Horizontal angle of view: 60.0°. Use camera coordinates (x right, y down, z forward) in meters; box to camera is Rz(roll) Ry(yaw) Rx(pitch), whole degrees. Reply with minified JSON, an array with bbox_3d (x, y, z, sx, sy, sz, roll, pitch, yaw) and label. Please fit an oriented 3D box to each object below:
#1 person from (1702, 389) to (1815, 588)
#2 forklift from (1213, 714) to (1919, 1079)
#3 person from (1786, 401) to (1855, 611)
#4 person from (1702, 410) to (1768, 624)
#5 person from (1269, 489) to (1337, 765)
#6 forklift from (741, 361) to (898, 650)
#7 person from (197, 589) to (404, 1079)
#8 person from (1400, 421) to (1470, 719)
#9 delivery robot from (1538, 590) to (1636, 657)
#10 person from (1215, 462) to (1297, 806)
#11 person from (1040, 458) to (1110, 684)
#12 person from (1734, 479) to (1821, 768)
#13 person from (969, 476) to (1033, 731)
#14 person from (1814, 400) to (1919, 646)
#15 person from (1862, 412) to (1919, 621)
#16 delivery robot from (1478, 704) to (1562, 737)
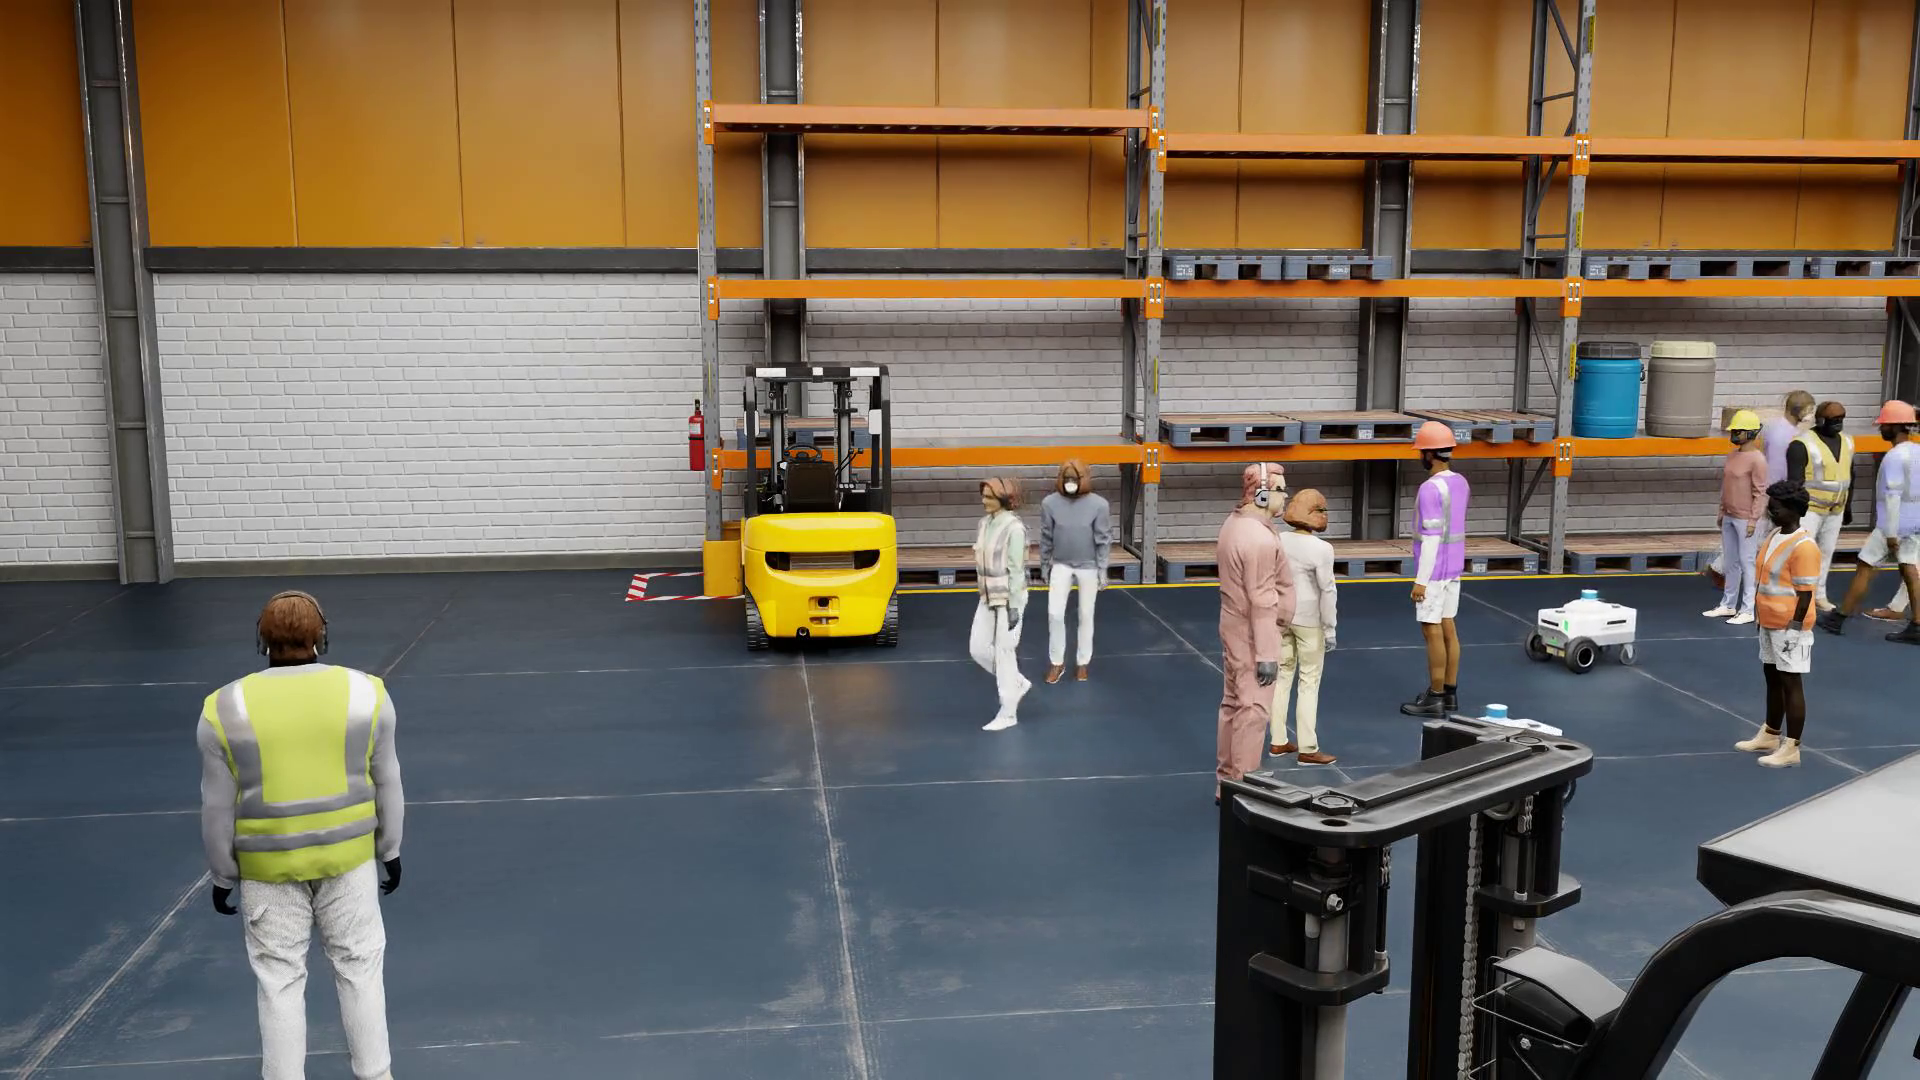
[{"bbox_3d":[7.202,-0.417,14.841,0.921,1.893,0.677,7,11,37],"label":"person"},{"bbox_3d":[1.441,1.425,2.350,1.214,2.155,2.313,-7,12,-39],"label":"forklift"},{"bbox_3d":[7.295,-0.273,14.116,0.617,1.826,0.432,-3,10,-17],"label":"person"},{"bbox_3d":[6.439,-0.188,13.753,0.309,1.769,0.523,-1,9,-7],"label":"person"},{"bbox_3d":[2.023,0.508,9.820,0.266,1.631,0.509,-6,11,-33],"label":"person"},{"bbox_3d":[-1.154,-0.340,13.365,1.214,2.155,2.313,-1,9,-7],"label":"forklift"},{"bbox_3d":[-2.203,1.078,5.613,0.631,1.842,0.428,-4,10,-26],"label":"person"},{"bbox_3d":[3.084,0.193,10.844,0.374,1.934,0.549,7,12,39],"label":"person"},{"bbox_3d":[4.615,0.611,12.236,0.707,0.478,0.477,-4,10,-22],"label":"delivery robot"},{"bbox_3d":[1.572,0.537,8.792,0.402,1.906,0.651,-1,9,-5],"label":"person"},{"bbox_3d":[0.809,0.217,11.698,0.513,1.606,0.530,2,9,11],"label":"person"},{"bbox_3d":[4.825,0.487,9.764,0.320,1.692,0.531,1,9,4],"label":"person"},{"bbox_3d":[0.279,0.398,10.546,0.406,1.627,0.519,-6,11,-31],"label":"person"},{"bbox_3d":[7.228,-0.146,13.071,0.556,1.896,0.898,-6,11,-35],"label":"person"},{"bbox_3d":[8.049,-0.176,13.573,0.997,1.817,0.544,7,11,35],"label":"person"},{"bbox_3d":[2.893,1.132,8.989,0.707,0.478,0.477,-4,10,-24],"label":"delivery robot"}]
